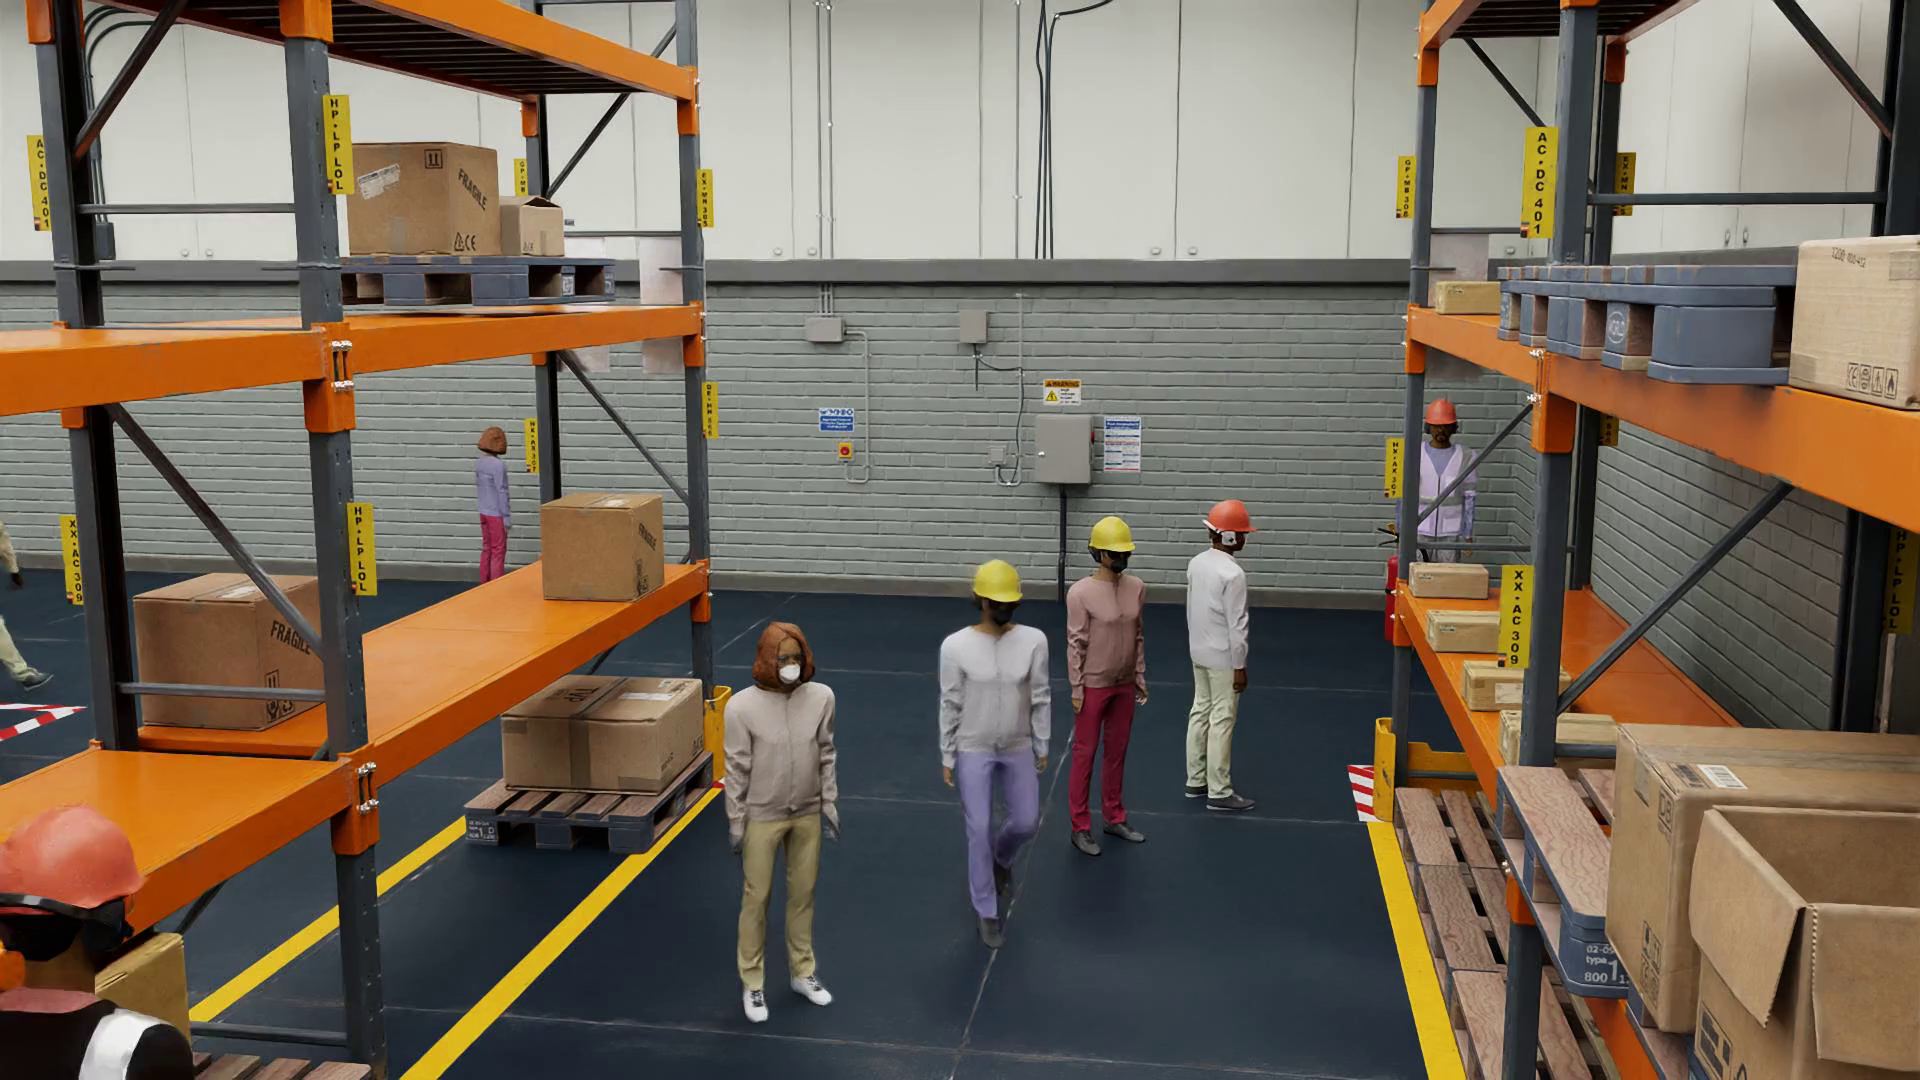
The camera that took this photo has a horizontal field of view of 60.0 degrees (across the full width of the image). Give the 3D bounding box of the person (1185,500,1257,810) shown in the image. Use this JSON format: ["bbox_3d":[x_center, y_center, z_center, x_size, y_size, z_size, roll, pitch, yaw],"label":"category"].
[{"bbox_3d":[1.493,0.640,9.428,0.342,1.750,0.568,-3,10,-18],"label":"person"}]

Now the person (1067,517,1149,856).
[{"bbox_3d":[0.780,0.752,8.708,0.525,1.769,0.315,-7,12,-38],"label":"person"}]

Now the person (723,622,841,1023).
[{"bbox_3d":[-0.722,1.130,6.779,0.507,1.631,0.267,-6,11,-32],"label":"person"}]

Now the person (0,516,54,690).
[{"bbox_3d":[-6.970,0.259,11.922,0.882,1.691,0.679,-1,9,-4],"label":"person"}]

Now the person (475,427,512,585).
[{"bbox_3d":[-4.197,-0.208,15.032,0.268,1.630,0.507,-8,12,-39],"label":"person"}]

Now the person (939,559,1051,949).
[{"bbox_3d":[0.150,0.937,7.606,0.535,1.754,0.546,-2,10,-15],"label":"person"}]

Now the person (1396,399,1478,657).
[{"bbox_3d":[3.717,-0.084,13.001,0.605,2.045,0.381,2,9,10],"label":"person"}]

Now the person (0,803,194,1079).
[{"bbox_3d":[-1.733,1.502,3.378,0.627,1.987,1.053,1,9,9],"label":"person"}]
